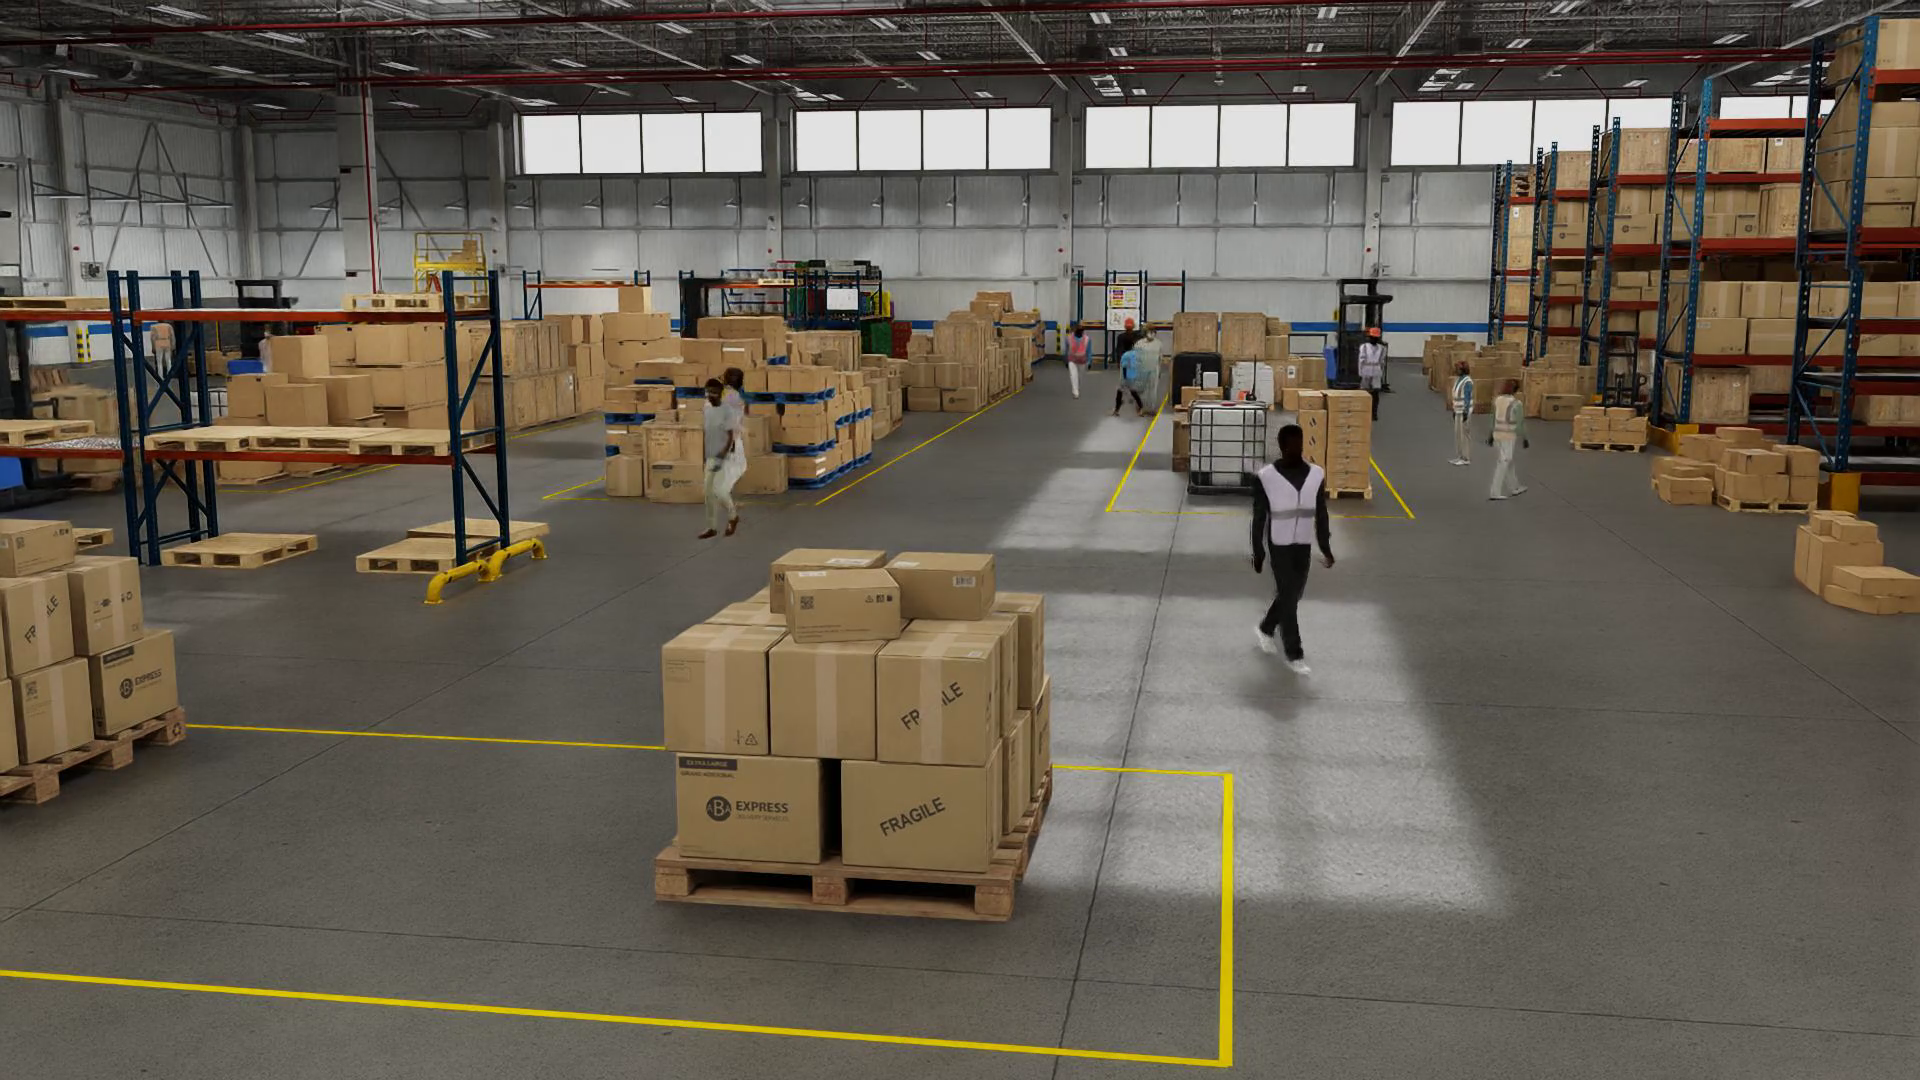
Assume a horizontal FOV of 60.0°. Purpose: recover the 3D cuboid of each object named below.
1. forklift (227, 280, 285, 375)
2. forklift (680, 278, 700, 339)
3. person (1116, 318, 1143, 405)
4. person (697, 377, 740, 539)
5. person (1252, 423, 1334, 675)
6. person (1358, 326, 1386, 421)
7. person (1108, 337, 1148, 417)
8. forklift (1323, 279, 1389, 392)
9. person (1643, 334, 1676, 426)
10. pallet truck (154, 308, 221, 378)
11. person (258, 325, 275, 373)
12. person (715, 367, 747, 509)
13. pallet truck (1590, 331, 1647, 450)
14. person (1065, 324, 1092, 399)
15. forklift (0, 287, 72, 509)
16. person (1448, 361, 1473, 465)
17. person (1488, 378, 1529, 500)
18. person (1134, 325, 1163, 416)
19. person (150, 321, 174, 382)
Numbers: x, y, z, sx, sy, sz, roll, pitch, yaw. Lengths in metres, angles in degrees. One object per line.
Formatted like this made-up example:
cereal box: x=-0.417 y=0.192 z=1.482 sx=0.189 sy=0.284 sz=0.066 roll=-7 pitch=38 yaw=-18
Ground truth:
forklift: x=-15.509 y=-4.389 z=36.986 sx=1.129 sy=2.768 sz=1.873 roll=-1 pitch=9 yaw=-5
forklift: x=-7.303 y=-5.733 z=45.274 sx=1.873 sy=2.768 sz=1.129 roll=0 pitch=9 yaw=2
person: x=3.850 y=-4.035 z=37.664 sx=0.624 sy=1.940 sz=0.983 roll=1 pitch=9 yaw=4
person: x=-2.739 y=-0.915 z=18.743 sx=0.528 sy=1.844 sz=0.455 roll=6 pitch=11 yaw=33
person: x=2.510 y=0.027 z=12.819 sx=0.599 sy=1.888 sz=0.919 roll=-3 pitch=10 yaw=-20
person: x=8.342 y=-3.384 z=33.771 sx=0.558 sy=1.915 sz=0.746 roll=0 pitch=9 yaw=2
person: x=3.507 y=-3.364 z=34.402 sx=0.807 sy=1.661 sz=0.534 roll=7 pitch=12 yaw=37
forklift: x=9.859 y=-5.122 z=41.505 sx=1.129 sy=2.768 sz=1.873 roll=-1 pitch=9 yaw=-8
person: x=12.858 y=-2.804 z=30.276 sx=1.014 sy=1.879 sz=0.565 roll=-2 pitch=9 yaw=-11
pallet truck: x=-21.869 y=-5.598 z=47.154 sx=0.823 sy=1.965 sz=1.885 roll=4 pitch=10 yaw=26
person: x=-14.709 y=-3.687 z=35.731 sx=0.631 sy=1.899 sz=1.006 roll=1 pitch=9 yaw=4
person: x=-2.936 y=-1.285 z=21.119 sx=0.442 sy=1.818 sz=0.646 roll=-5 pitch=11 yaw=-30
pallet truck: x=11.253 y=-2.573 z=28.499 sx=0.823 sy=1.965 sz=1.885 roll=5 pitch=10 yaw=27
person: x=2.787 y=-4.247 z=39.492 sx=0.638 sy=1.801 sz=0.793 roll=-1 pitch=9 yaw=-4
forklift: x=-12.436 y=-1.787 z=20.933 sx=1.129 sy=2.768 sz=1.873 roll=1 pitch=9 yaw=9
person: x=7.854 y=-1.984 z=25.997 sx=0.314 sy=1.632 sz=0.524 roll=-1 pitch=9 yaw=-4
person: x=7.342 y=-1.335 z=22.058 sx=0.818 sy=1.605 sz=0.534 roll=-3 pitch=10 yaw=-20
person: x=3.923 y=-3.570 z=34.951 sx=0.644 sy=1.909 sz=0.897 roll=-2 pitch=9 yaw=-11
person: x=-21.783 y=-5.276 z=45.428 sx=0.588 sy=1.922 sz=0.390 roll=-9 pitch=13 yaw=-43
